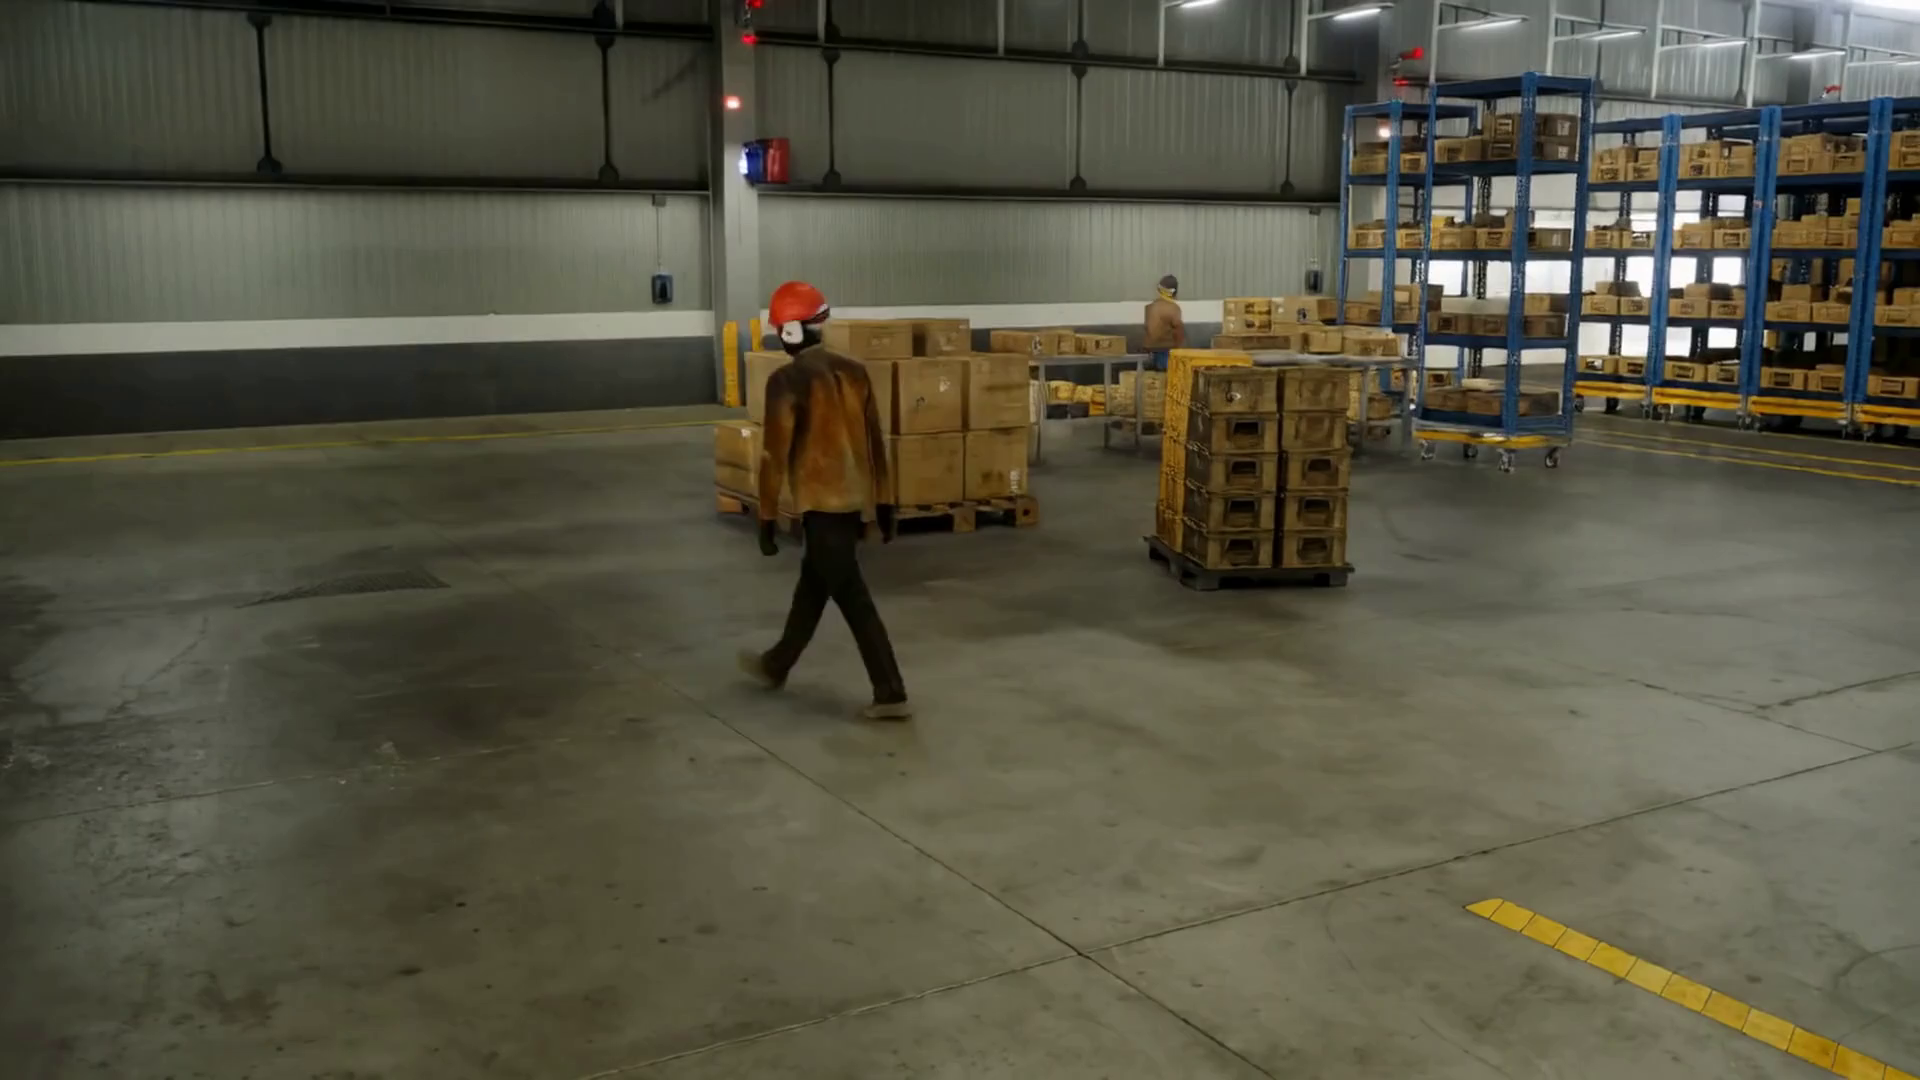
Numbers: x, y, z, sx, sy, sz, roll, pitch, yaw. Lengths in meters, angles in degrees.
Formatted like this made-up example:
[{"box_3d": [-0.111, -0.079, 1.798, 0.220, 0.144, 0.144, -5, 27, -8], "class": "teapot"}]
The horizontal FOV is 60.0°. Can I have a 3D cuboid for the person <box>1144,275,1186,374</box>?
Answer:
[{"box_3d": [2.568, -2.365, 20.324, 0.745, 1.722, 0.564, -6, 12, -30], "class": "person"}]

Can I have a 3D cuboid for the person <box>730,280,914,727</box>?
[{"box_3d": [-0.619, -0.167, 7.311, 1.099, 1.918, 0.630, 7, 12, 34], "class": "person"}]
